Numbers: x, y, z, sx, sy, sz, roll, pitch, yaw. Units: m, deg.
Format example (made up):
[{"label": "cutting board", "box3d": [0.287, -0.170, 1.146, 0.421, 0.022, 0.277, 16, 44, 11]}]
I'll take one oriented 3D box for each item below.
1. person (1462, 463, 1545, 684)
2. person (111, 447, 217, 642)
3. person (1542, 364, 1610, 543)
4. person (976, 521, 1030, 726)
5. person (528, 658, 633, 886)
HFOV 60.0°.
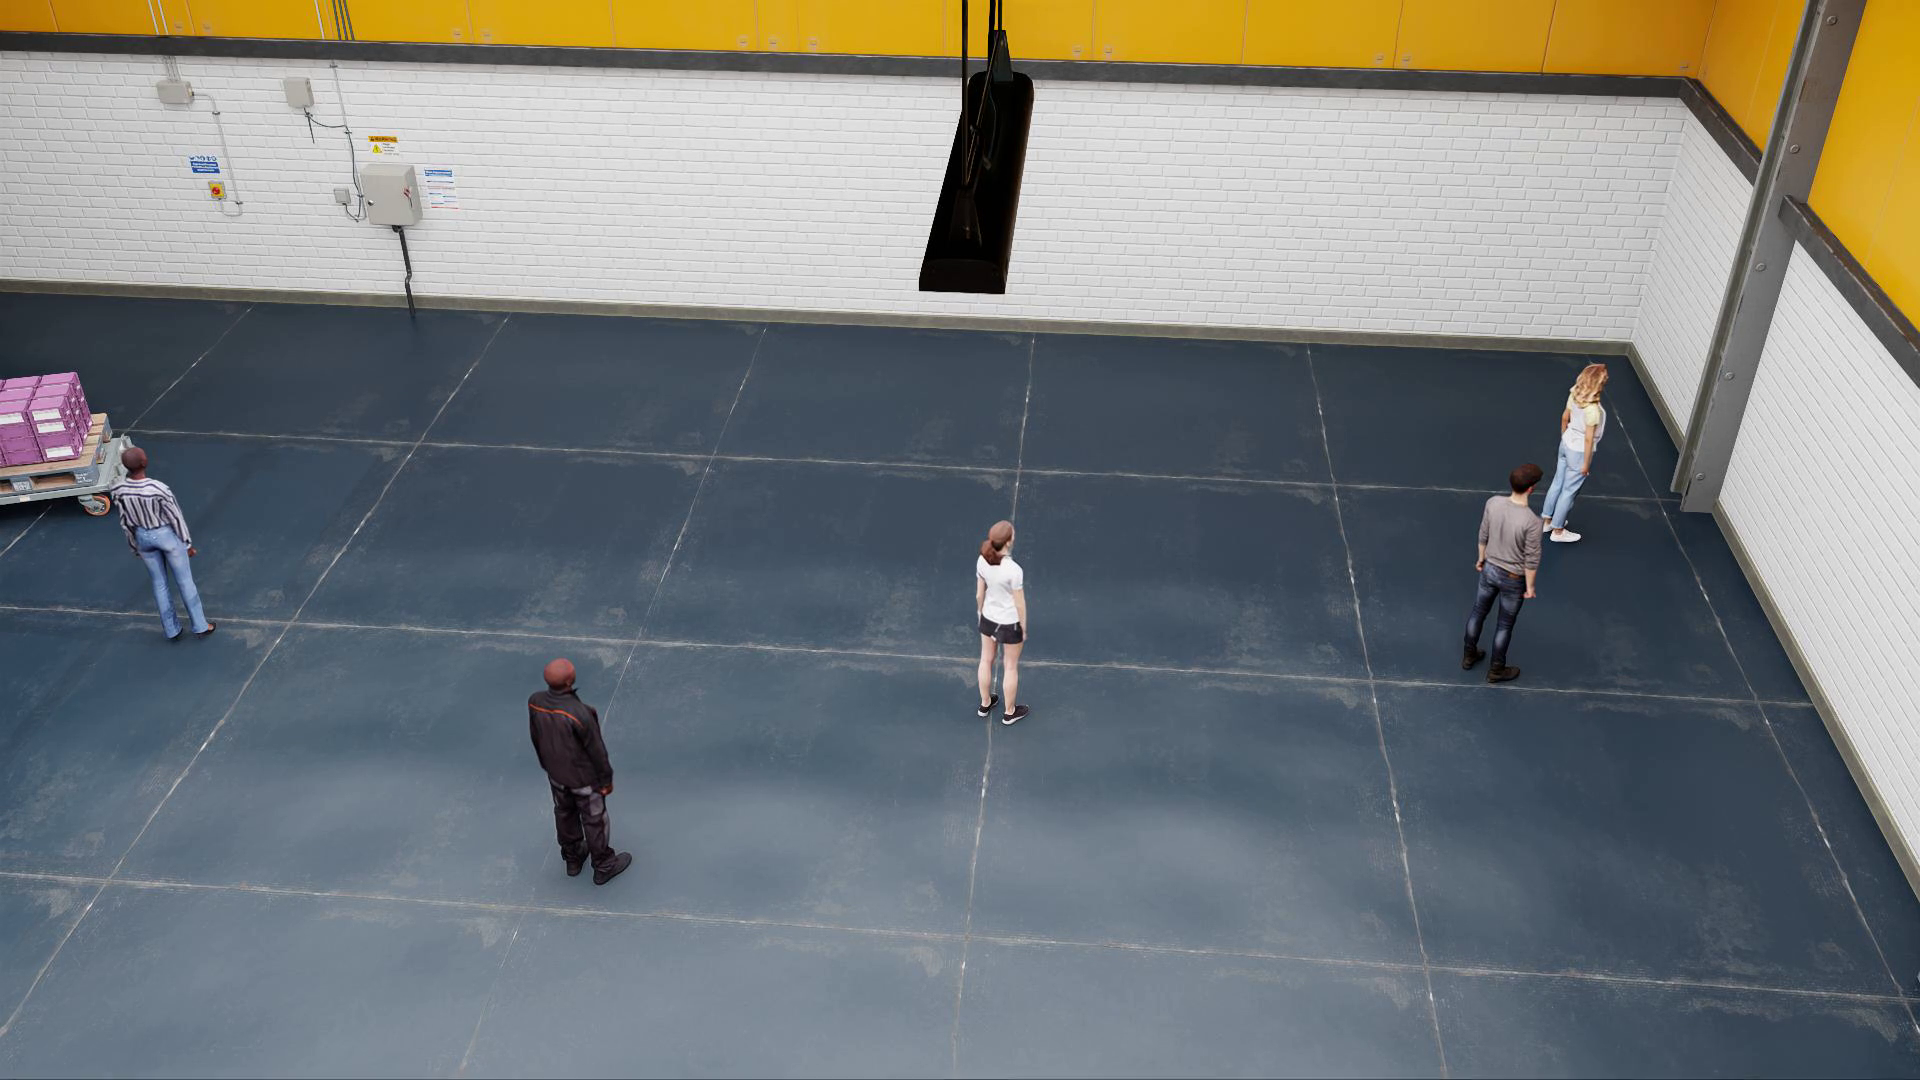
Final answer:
[{"label": "person", "box3d": [4.222, 0.255, 12.909, 0.826, 1.904, 0.760, -24, 40, -31]}, {"label": "person", "box3d": [-6.402, 0.044, 13.324, 0.656, 1.795, 0.569, -2, 34, -2]}, {"label": "person", "box3d": [5.414, -0.779, 14.628, 0.740, 1.722, 0.562, -5, 34, -8]}, {"label": "person", "box3d": [0.308, 0.617, 12.501, 0.659, 1.752, 0.688, 19, 38, 26]}, {"label": "person", "box3d": [-2.573, 1.525, 11.069, 0.774, 1.825, 0.718, 13, 36, 18]}]
